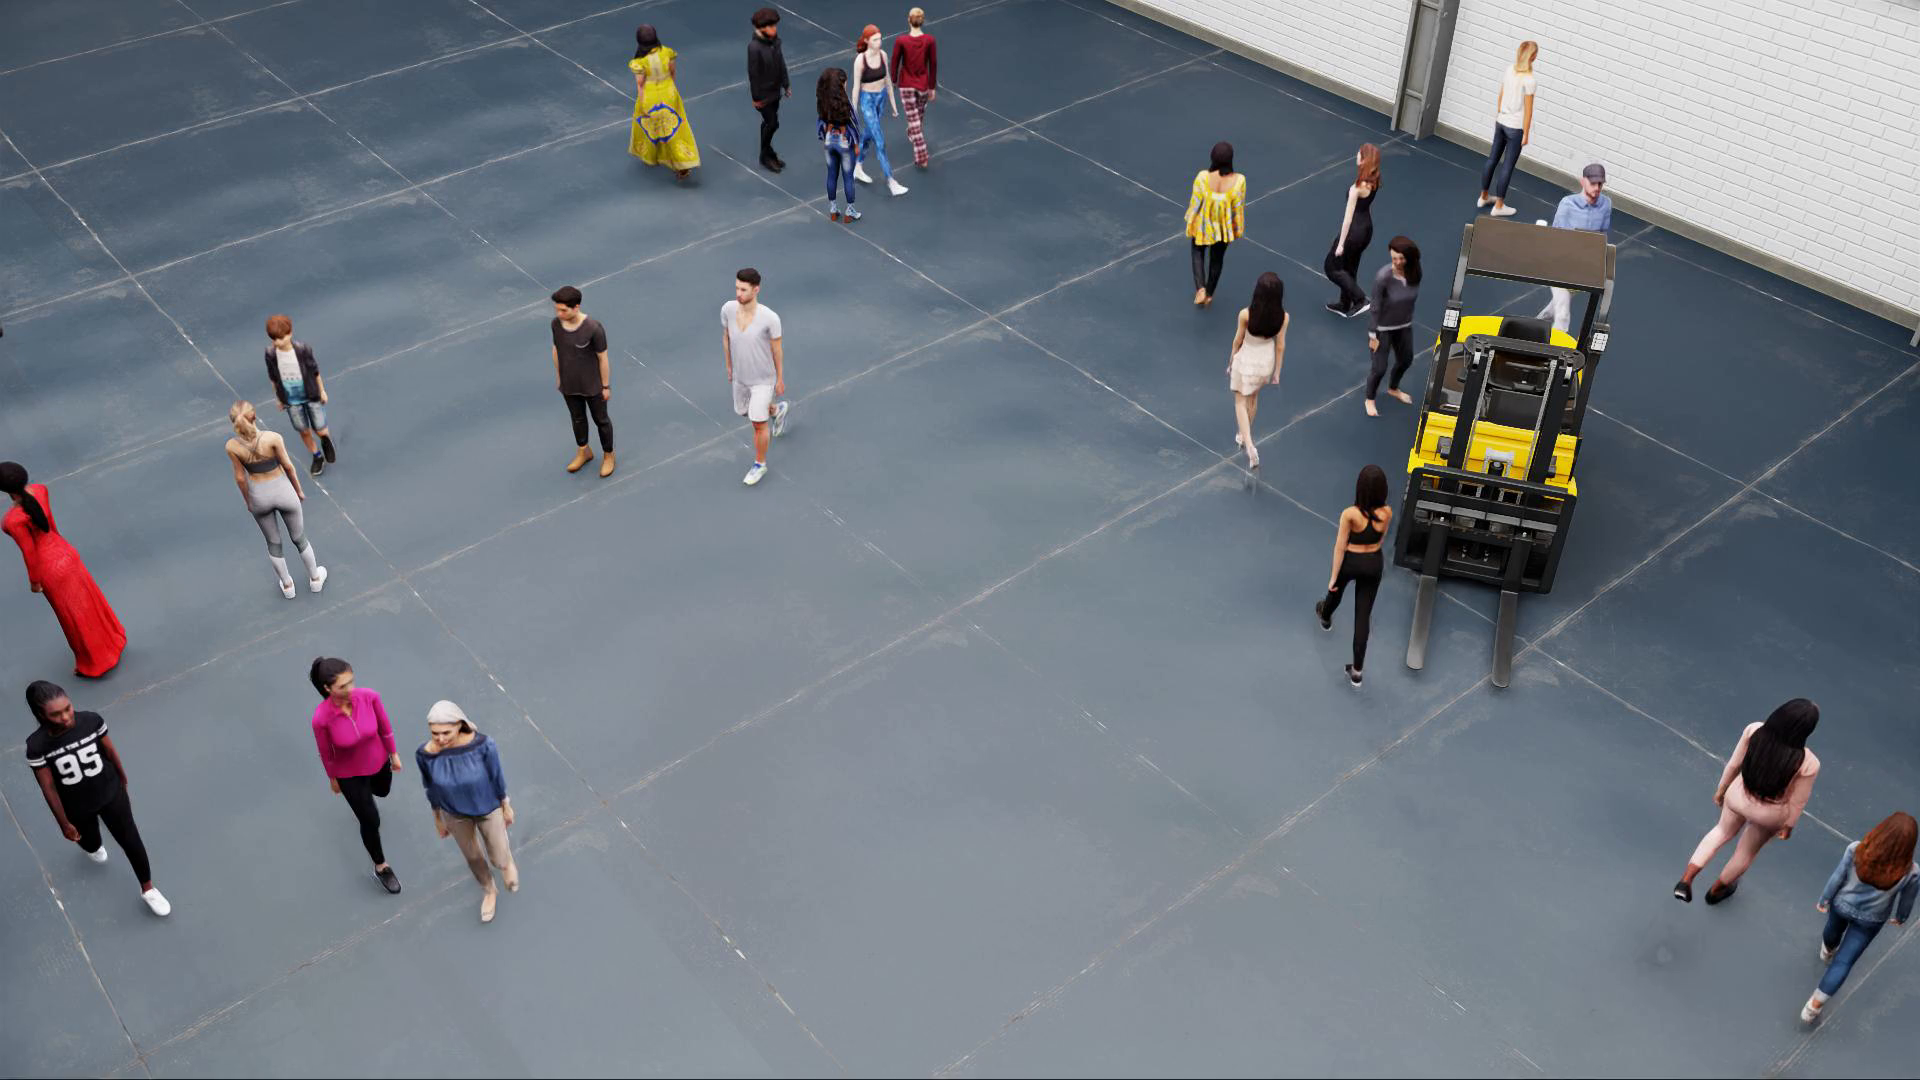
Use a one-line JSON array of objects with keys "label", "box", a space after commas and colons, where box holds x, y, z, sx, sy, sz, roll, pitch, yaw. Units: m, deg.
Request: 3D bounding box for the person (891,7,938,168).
[{"label": "person", "box": [-0.468, -4.787, 17.724, 0.900, 1.643, 1.169, -11, 40, -14]}]

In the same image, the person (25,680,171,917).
[{"label": "person", "box": [-5.168, 1.490, 9.812, 0.651, 1.709, 1.052, -32, 48, -33]}]

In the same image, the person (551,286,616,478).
[{"label": "person", "box": [-3.016, -1.299, 13.303, 0.667, 1.710, 0.769, 11, 40, 13]}]

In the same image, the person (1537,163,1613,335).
[{"label": "person", "box": [5.361, -2.459, 14.643, 1.060, 1.852, 1.239, -4, 39, -5]}]

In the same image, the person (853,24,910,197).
[{"label": "person", "box": [-0.963, -4.488, 17.274, 0.603, 1.748, 1.133, -30, 47, -32]}]

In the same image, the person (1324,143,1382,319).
[{"label": "person", "box": [3.659, -2.748, 15.096, 0.795, 1.736, 0.690, 26, 46, 29]}]

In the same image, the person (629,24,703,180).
[{"label": "person", "box": [-3.129, -4.571, 17.481, 0.896, 1.620, 1.241, -18, 42, -21]}]

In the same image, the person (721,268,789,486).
[{"label": "person", "box": [-1.595, -1.378, 13.301, 1.107, 1.836, 1.016, 16, 41, 19]}]

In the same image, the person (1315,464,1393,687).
[{"label": "person", "box": [2.765, 0.265, 11.434, 1.001, 1.598, 1.130, -2, 39, -2]}]

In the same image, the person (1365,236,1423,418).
[{"label": "person", "box": [3.601, -1.802, 13.913, 0.836, 1.736, 0.687, -27, 46, -29]}]

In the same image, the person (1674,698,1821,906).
[{"label": "person", "box": [4.577, 1.607, 9.668, 0.712, 1.706, 0.799, -27, 46, -30]}]

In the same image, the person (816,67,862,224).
[{"label": "person", "box": [-1.211, -3.974, 16.719, 0.625, 1.628, 0.744, 16, 41, 19]}]

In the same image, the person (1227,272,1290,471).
[{"label": "person", "box": [2.360, -1.317, 13.321, 0.911, 1.716, 1.028, -1, 39, -2]}]

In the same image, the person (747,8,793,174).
[{"label": "person", "box": [-2.113, -4.789, 17.631, 0.736, 1.763, 0.709, 18, 42, 21]}]

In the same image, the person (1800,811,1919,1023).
[{"label": "person", "box": [4.986, 2.104, 9.253, 0.992, 1.447, 0.785, 26, 45, 28]}]

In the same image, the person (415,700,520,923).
[{"label": "person", "box": [-2.858, 1.527, 9.790, 0.765, 1.690, 0.815, -5, 39, -6]}]

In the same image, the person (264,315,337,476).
[{"label": "person", "box": [-5.294, -1.200, 13.399, 0.653, 1.436, 0.700, -6, 39, -7]}]

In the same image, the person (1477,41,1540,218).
[{"label": "person", "box": [5.563, -4.171, 16.821, 0.717, 1.808, 0.526, -16, 41, -19]}]

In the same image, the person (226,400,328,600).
[{"label": "person", "box": [-4.982, -0.301, 12.057, 0.637, 1.706, 0.655, -12, 40, -14]}]

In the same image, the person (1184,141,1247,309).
[{"label": "person", "box": [2.330, -2.839, 15.283, 0.887, 1.646, 0.948, 3, 39, 4]}]

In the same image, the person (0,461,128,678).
[{"label": "person", "box": [-6.193, 0.195, 11.382, 0.806, 1.784, 0.734, -1, 39, -1]}]

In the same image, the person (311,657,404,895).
[{"label": "person", "box": [-3.651, 1.306, 10.070, 0.590, 1.685, 1.031, -29, 47, -32]}]
